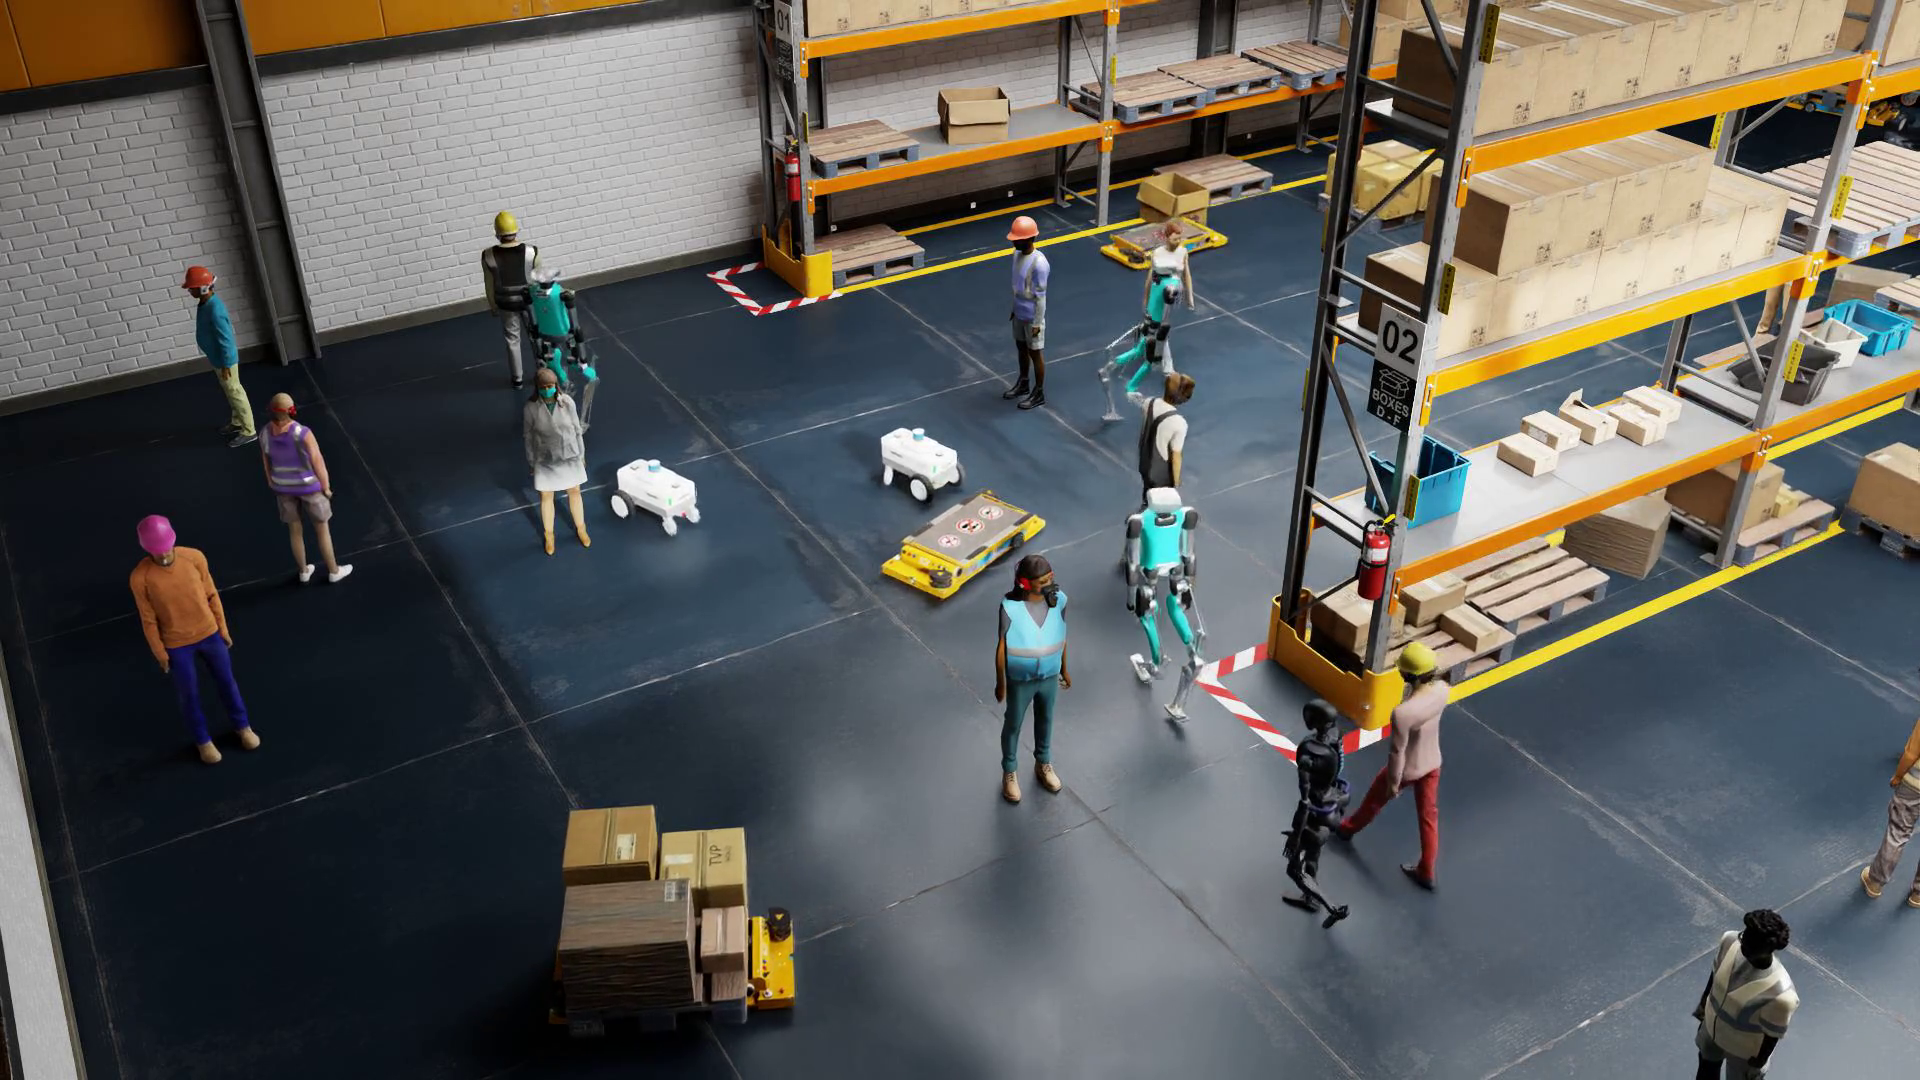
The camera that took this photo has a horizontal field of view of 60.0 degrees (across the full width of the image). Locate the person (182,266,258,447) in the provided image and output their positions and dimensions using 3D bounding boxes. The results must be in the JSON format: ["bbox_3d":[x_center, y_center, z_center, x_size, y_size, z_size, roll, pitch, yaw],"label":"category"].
[{"bbox_3d":[-6.873,-1.719,15.427,0.324,1.751,0.558,-20,37,-28],"label":"person"}]

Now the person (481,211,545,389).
[{"bbox_3d":[-4.344,-2.359,16.370,0.595,1.837,0.404,-7,33,-11],"label":"person"}]

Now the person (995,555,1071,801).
[{"bbox_3d":[0.479,0.904,11.139,0.538,1.865,0.381,-11,34,-17],"label":"person"}]

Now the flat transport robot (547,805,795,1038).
[{"bbox_3d":[-1.720,2.562,9.998,1.431,0.231,0.659,-3,32,-5],"label":"flat transport robot"}]

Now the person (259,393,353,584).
[{"bbox_3d":[-5.309,-0.405,13.388,0.483,1.693,0.347,3,32,4],"label":"person"}]

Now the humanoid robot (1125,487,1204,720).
[{"bbox_3d":[1.503,0.536,11.888,0.538,1.772,1.034,-8,33,-12],"label":"humanoid robot"}]

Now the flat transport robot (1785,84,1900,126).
[{"bbox_3d":[12.800,-6.322,24.166,1.431,0.231,0.659,27,41,36],"label":"flat transport robot"}]

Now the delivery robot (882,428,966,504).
[{"bbox_3d":[-0.361,-0.709,14.937,0.751,0.586,0.520,26,41,35],"label":"delivery robot"}]

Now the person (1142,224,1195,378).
[{"bbox_3d":[2.100,-2.360,16.568,0.446,1.610,0.870,-13,34,-20],"label":"person"}]

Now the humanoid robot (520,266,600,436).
[{"bbox_3d":[-3.649,-1.748,15.566,0.543,1.877,0.672,9,33,14],"label":"humanoid robot"}]

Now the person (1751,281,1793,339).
[{"bbox_3d":[8.476,-2.726,17.034,0.327,1.751,0.562,-15,35,-22],"label":"person"}]

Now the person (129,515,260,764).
[{"bbox_3d":[-5.297,0.667,11.426,0.515,1.972,0.404,-24,39,-33],"label":"person"}]

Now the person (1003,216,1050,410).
[{"bbox_3d":[0.628,-2.194,16.025,0.382,1.932,0.540,-17,36,-24],"label":"person"}]

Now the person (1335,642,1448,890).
[{"bbox_3d":[2.786,1.368,10.533,0.517,1.717,0.888,-19,37,-27],"label":"person"}]

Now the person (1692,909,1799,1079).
[{"bbox_3d":[4.030,2.566,8.655,0.320,1.693,0.534,-9,33,-13],"label":"person"}]

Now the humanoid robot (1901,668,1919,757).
[{"bbox_3d":[6.808,0.908,11.311,0.334,1.655,0.585,-16,35,-24],"label":"humanoid robot"}]

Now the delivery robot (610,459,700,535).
[{"bbox_3d":[-2.665,-0.418,14.499,0.791,0.614,0.499,23,39,32],"label":"delivery robot"}]

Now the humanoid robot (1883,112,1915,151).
[{"bbox_3d":[10.911,-4.186,19.449,0.543,1.643,0.599,-5,33,-9],"label":"humanoid robot"}]

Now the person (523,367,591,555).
[{"bbox_3d":[-3.354,-0.658,13.821,0.481,1.660,0.338,-12,34,-18],"label":"person"}]

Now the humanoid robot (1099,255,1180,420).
[{"bbox_3d":[1.591,-1.811,15.620,0.953,1.764,0.554,-4,32,-7],"label":"humanoid robot"}]

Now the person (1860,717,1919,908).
[{"bbox_3d":[6.003,1.516,10.244,0.460,1.781,0.306,13,35,20],"label":"person"}]

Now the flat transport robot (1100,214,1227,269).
[{"bbox_3d":[2.422,-3.540,19.729,1.431,0.231,0.659,-20,37,-29],"label":"flat transport robot"}]

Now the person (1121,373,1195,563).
[{"bbox_3d":[1.611,-0.553,13.519,0.459,1.807,0.563,-20,37,-28],"label":"person"}]

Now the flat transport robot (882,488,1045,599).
[{"bbox_3d":[0.046,0.012,14.065,0.659,0.231,1.431,22,38,31],"label":"flat transport robot"}]

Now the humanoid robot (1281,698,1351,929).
[{"bbox_3d":[2.248,1.669,10.096,0.498,1.635,0.612,20,37,29],"label":"humanoid robot"}]
